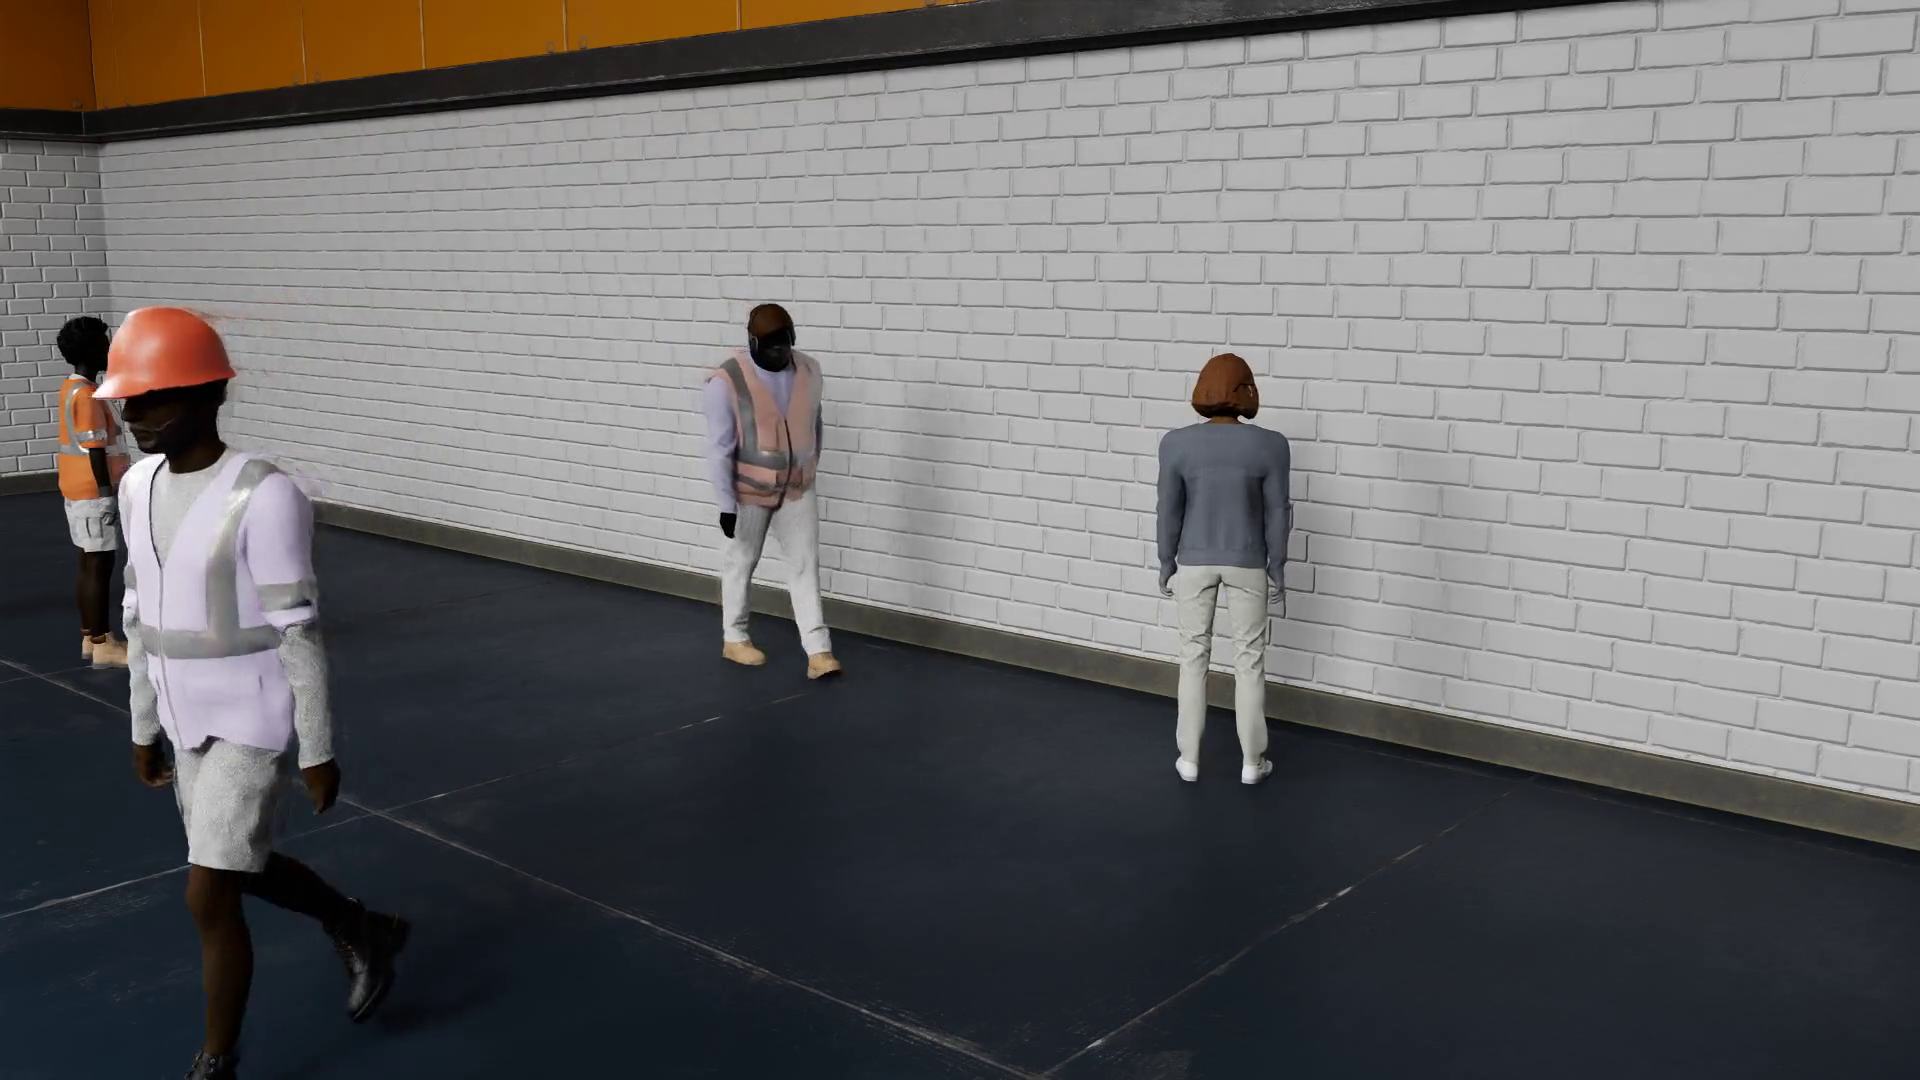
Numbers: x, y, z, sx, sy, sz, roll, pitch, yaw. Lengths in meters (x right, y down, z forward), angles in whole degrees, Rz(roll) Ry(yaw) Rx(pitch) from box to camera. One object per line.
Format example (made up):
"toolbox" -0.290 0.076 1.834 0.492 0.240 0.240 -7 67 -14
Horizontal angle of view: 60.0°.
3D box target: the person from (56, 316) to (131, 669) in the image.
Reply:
"person" -4.176 -0.227 8.053 0.316 1.696 0.541 -7 12 -34

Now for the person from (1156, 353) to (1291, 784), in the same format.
"person" 0.989 0.113 6.297 0.501 1.631 0.286 2 10 14

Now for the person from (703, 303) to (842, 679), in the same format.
"person" -0.879 -0.221 7.823 0.657 1.770 0.955 -6 12 -32

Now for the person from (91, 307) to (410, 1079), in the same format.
"person" -1.674 0.396 3.950 0.576 1.905 0.853 5 11 28
